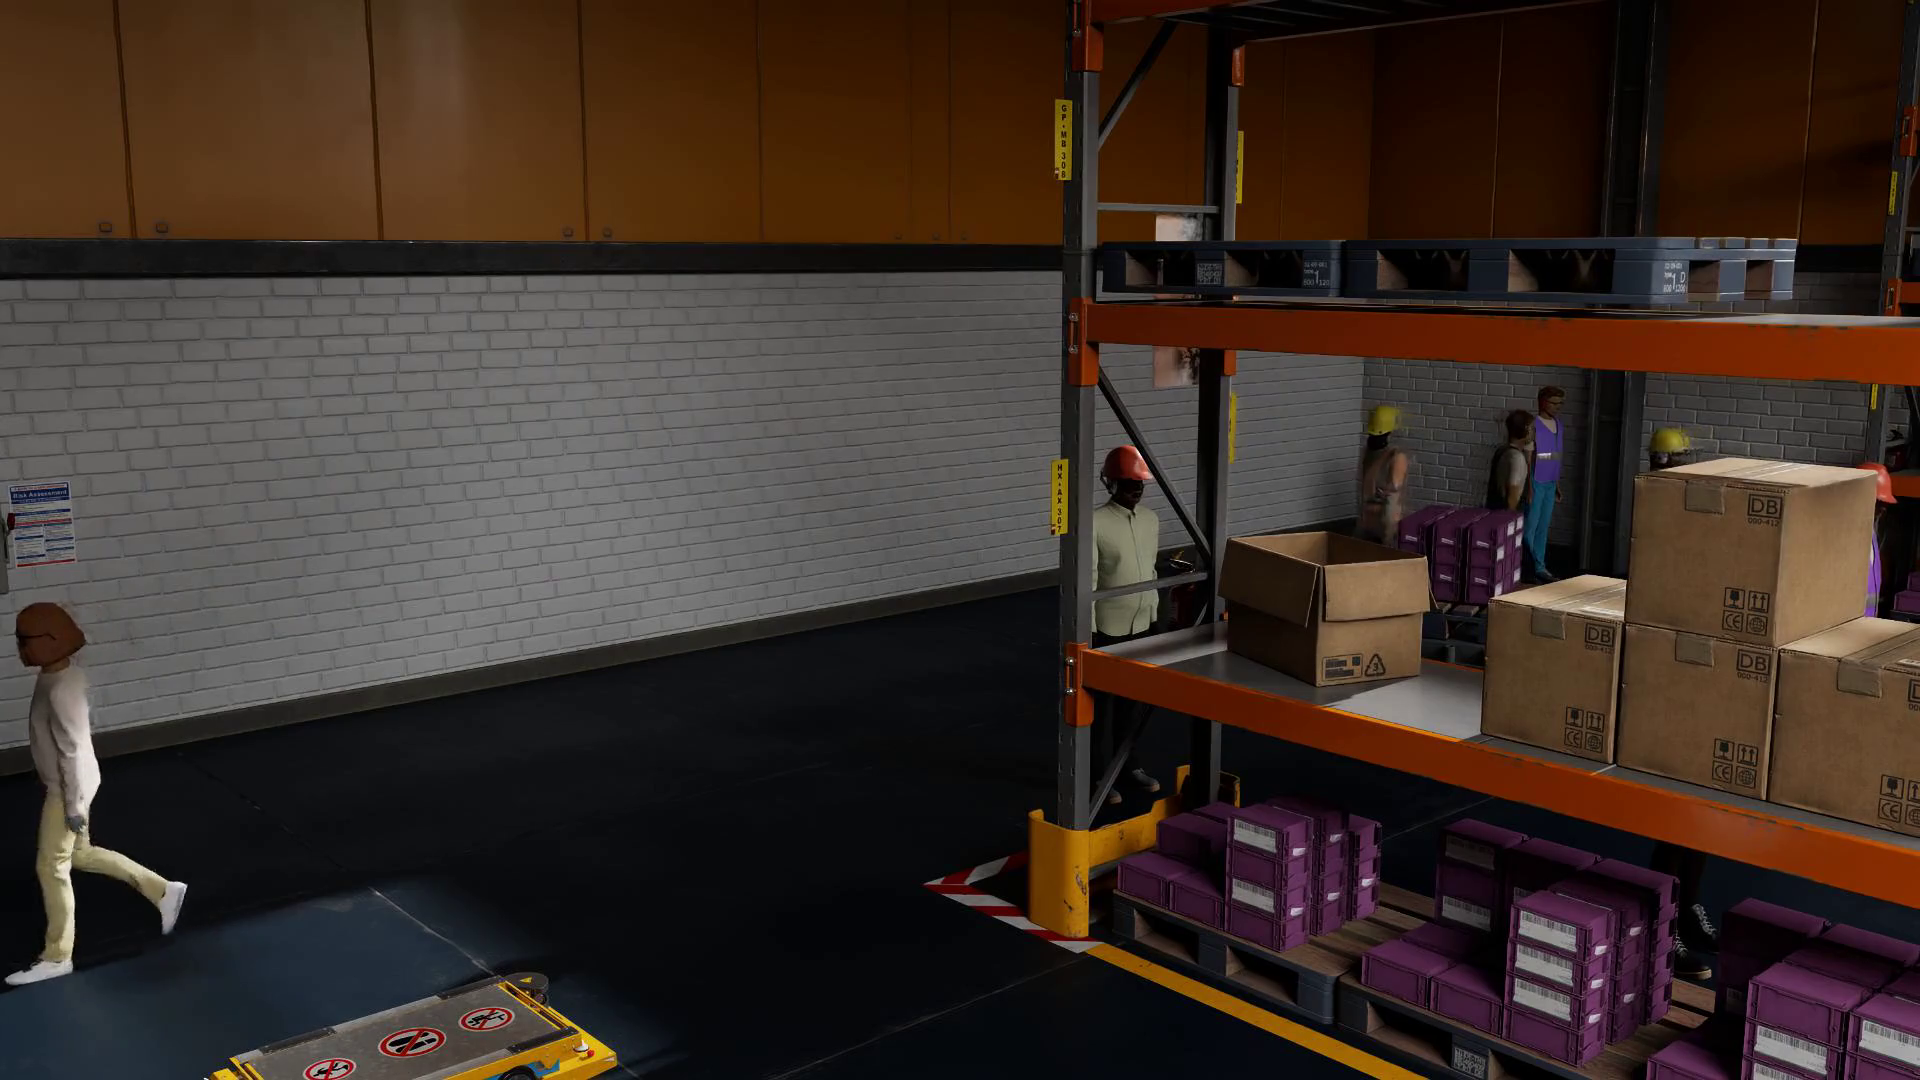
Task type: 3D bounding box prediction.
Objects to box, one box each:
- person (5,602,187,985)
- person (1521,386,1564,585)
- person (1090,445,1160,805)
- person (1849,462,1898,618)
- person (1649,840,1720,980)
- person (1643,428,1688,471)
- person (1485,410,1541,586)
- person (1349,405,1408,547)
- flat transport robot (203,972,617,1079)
[{"bbox_3d":[-3.702,1.040,7.022,0.644,1.613,0.508,-5,11,-27],"label":"person"},{"bbox_3d":[5.385,-0.509,15.445,0.565,1.840,0.390,-8,13,-41],"label":"person"},{"bbox_3d":[0.900,0.461,9.311,0.609,1.995,0.376,-8,13,-41],"label":"person"},{"bbox_3d":[4.847,0.531,9.087,0.543,1.933,0.363,-8,13,-41],"label":"person"},{"bbox_3d":[3.166,0.859,7.076,0.603,1.963,0.367,-8,13,-41],"label":"person"},{"bbox_3d":[5.151,0.073,12.199,0.612,1.781,0.930,-9,13,-42],"label":"person"},{"bbox_3d":[4.506,-0.131,13.342,0.933,1.798,0.523,0,10,0],"label":"person"},{"bbox_3d":[3.238,-0.118,12.991,0.426,1.891,0.589,-4,10,-20],"label":"person"},{"bbox_3d":[-2.018,1.903,5.912,1.431,0.197,0.652,-8,13,-41],"label":"flat transport robot"}]
